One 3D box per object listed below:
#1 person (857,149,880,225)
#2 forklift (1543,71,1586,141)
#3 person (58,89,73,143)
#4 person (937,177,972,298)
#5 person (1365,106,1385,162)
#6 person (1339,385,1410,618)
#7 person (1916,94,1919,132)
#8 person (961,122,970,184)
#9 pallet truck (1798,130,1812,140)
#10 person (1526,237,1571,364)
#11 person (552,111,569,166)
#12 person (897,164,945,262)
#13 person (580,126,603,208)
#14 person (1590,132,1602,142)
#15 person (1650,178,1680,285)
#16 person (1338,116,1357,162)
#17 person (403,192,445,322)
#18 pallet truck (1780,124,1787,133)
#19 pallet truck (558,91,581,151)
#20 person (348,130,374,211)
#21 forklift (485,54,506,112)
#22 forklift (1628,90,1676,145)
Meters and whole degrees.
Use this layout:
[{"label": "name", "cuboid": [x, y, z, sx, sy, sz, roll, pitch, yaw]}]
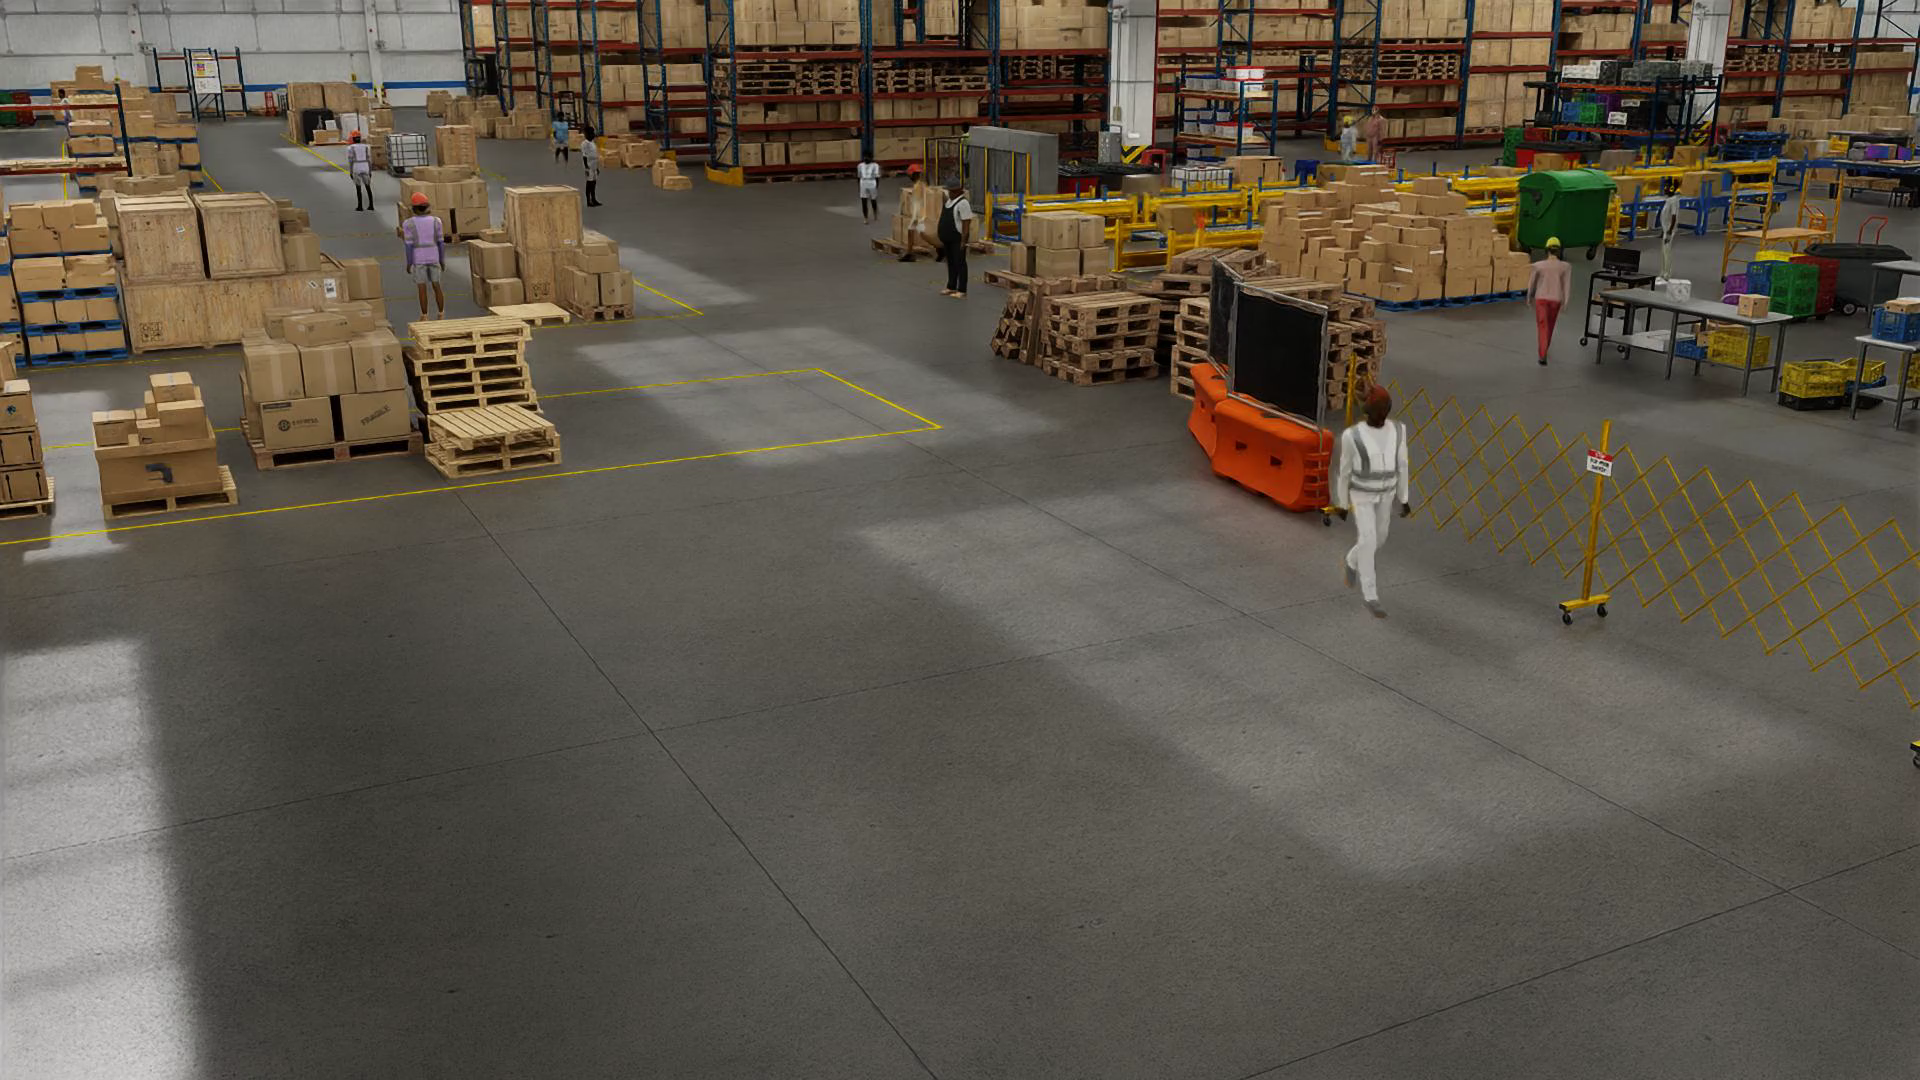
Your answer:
[{"label": "person", "cuboid": [-2.077, -8.046, 37.840, 0.543, 1.679, 0.607, 3, 18, 9]}, {"label": "forklift", "cuboid": [18.685, -13.231, 52.085, 1.873, 2.768, 1.129, -9, 20, -26]}, {"label": "person", "cuboid": [-32.371, -15.356, 60.279, 0.394, 1.911, 0.584, -12, 21, -33]}, {"label": "person", "cuboid": [-0.118, -5.125, 28.167, 0.536, 2.000, 0.684, -9, 20, -26]}, {"label": "person", "cuboid": [12.476, -12.127, 50.211, 0.408, 1.909, 0.638, -11, 21, -31]}, {"label": "person", "cuboid": [3.348, -0.371, 13.634, 0.575, 1.863, 0.864, -6, 19, -18]}, {"label": "person", "cuboid": [38.204, -17.127, 65.821, 0.623, 1.900, 0.984, 12, 21, 32]}, {"label": "person", "cuboid": [0.160, -10.795, 46.390, 0.315, 1.700, 0.540, -4, 18, -12]}, {"label": "pallet truck", "cuboid": [25.526, -11.556, 49.408, 1.630, 1.274, 0.653, -9, 20, -26]}, {"label": "person", "cuboid": [8.158, -3.341, 23.111, 0.537, 1.712, 0.917, 3, 18, 9]}, {"label": "person", "cuboid": [-12.364, -12.446, 51.552, 0.545, 1.685, 0.545, -10, 21, -30]}, {"label": "person", "cuboid": [-0.716, -6.272, 31.999, 0.931, 1.893, 0.553, 0, 18, 2]}, {"label": "person", "cuboid": [-9.078, -9.188, 40.953, 0.367, 1.966, 0.607, 5, 18, 14]}, {"label": "person", "cuboid": [20.706, -13.172, 53.962, 0.857, 1.590, 0.500, -2, 18, -6]}, {"label": "person", "cuboid": [12.530, -5.460, 29.484, 0.331, 1.874, 0.519, 5, 18, 14]}, {"label": "person", "cuboid": [10.957, -11.117, 47.212, 0.470, 1.808, 0.617, -9, 20, -25]}, {"label": "person", "cuboid": [-8.255, -4.327, 25.664, 0.615, 2.047, 0.357, -13, 22, -36]}, {"label": "pallet truck", "cuboid": [25.206, -12.542, 52.601, 1.601, 1.201, 0.680, 0, 18, -2]}, {"label": "pallet truck", "cuboid": [-13.495, -14.412, 57.188, 0.823, 1.965, 1.885, -3, 18, -9]}, {"label": "person", "cuboid": [-14.509, -8.939, 40.248, 0.540, 1.929, 0.391, -15, 23, -38]}, {"label": "forklift", "cuboid": [-20.050, -19.454, 71.483, 1.873, 2.768, 1.129, -9, 20, -26]}, {"label": "forklift", "cuboid": [24.454, -15.136, 58.021, 1.873, 2.768, 1.129, -9, 20, -26]}]
